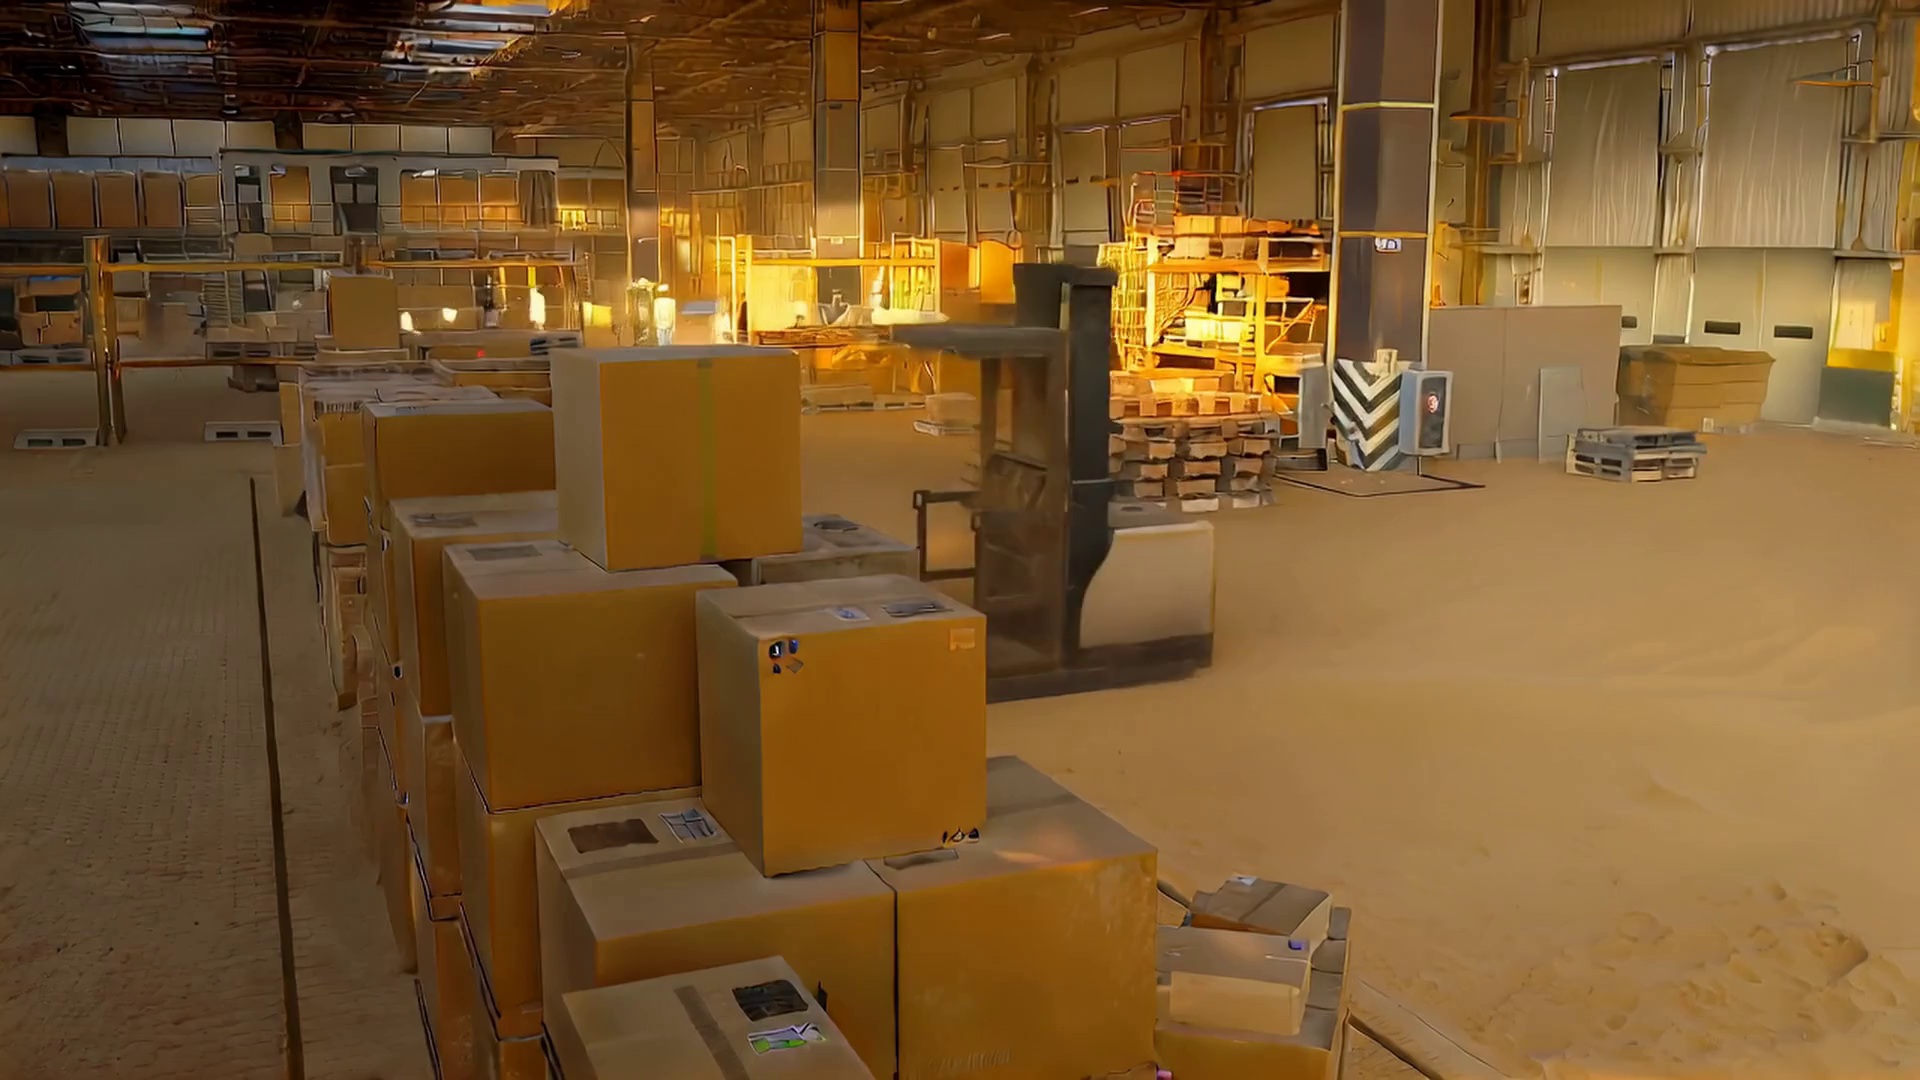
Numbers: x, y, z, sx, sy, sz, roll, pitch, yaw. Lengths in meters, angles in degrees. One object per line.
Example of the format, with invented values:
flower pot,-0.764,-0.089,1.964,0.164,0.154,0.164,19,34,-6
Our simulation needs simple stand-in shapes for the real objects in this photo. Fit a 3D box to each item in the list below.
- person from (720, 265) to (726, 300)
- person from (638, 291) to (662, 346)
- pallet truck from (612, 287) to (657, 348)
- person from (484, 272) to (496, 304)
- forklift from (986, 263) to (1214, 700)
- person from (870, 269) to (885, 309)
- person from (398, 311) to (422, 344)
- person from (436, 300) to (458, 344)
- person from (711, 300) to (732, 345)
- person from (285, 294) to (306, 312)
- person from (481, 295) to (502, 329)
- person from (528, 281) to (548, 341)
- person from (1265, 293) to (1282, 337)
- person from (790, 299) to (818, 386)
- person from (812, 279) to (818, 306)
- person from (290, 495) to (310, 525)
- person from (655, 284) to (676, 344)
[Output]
person,-11.643,-12.732,81.296,0.397,1.992,0.621,4,11,20
person,-7.192,-4.899,38.628,0.630,1.822,0.589,-8,13,-39
pallet truck,-6.464,-4.406,35.401,0.823,1.965,1.885,6,12,32
person,-14.913,-7.540,52.879,0.379,1.931,0.625,0,10,0
forklift,0.705,-0.473,11.293,1.873,2.768,1.129,-4,11,-23
person,-2.810,-8.288,56.950,0.551,1.942,0.340,6,12,31
person,-8.180,-2.450,24.860,0.671,1.922,0.630,0,10,3
person,-9.298,-3.381,30.019,0.608,1.911,0.592,1,10,6
person,-5.101,-4.377,36.144,0.553,1.655,0.819,5,11,24
person,-15.054,-4.697,37.696,0.531,1.751,0.528,-9,13,-39
person,-10.550,-4.661,37.568,0.490,1.726,0.636,2,10,10
person,-10.655,-5.586,42.089,1.039,1.946,0.627,4,11,19
person,6.016,-3.838,32.464,0.543,1.928,0.370,5,11,24
person,-3.206,-3.860,32.927,0.525,1.813,0.930,9,14,42
person,-4.844,-8.390,57.564,0.614,1.927,0.763,4,11,20
person,-6.498,-1.063,17.397,0.999,1.866,0.525,-5,11,-24
person,-7.001,-5.088,39.346,0.589,1.930,0.360,-8,13,-37
